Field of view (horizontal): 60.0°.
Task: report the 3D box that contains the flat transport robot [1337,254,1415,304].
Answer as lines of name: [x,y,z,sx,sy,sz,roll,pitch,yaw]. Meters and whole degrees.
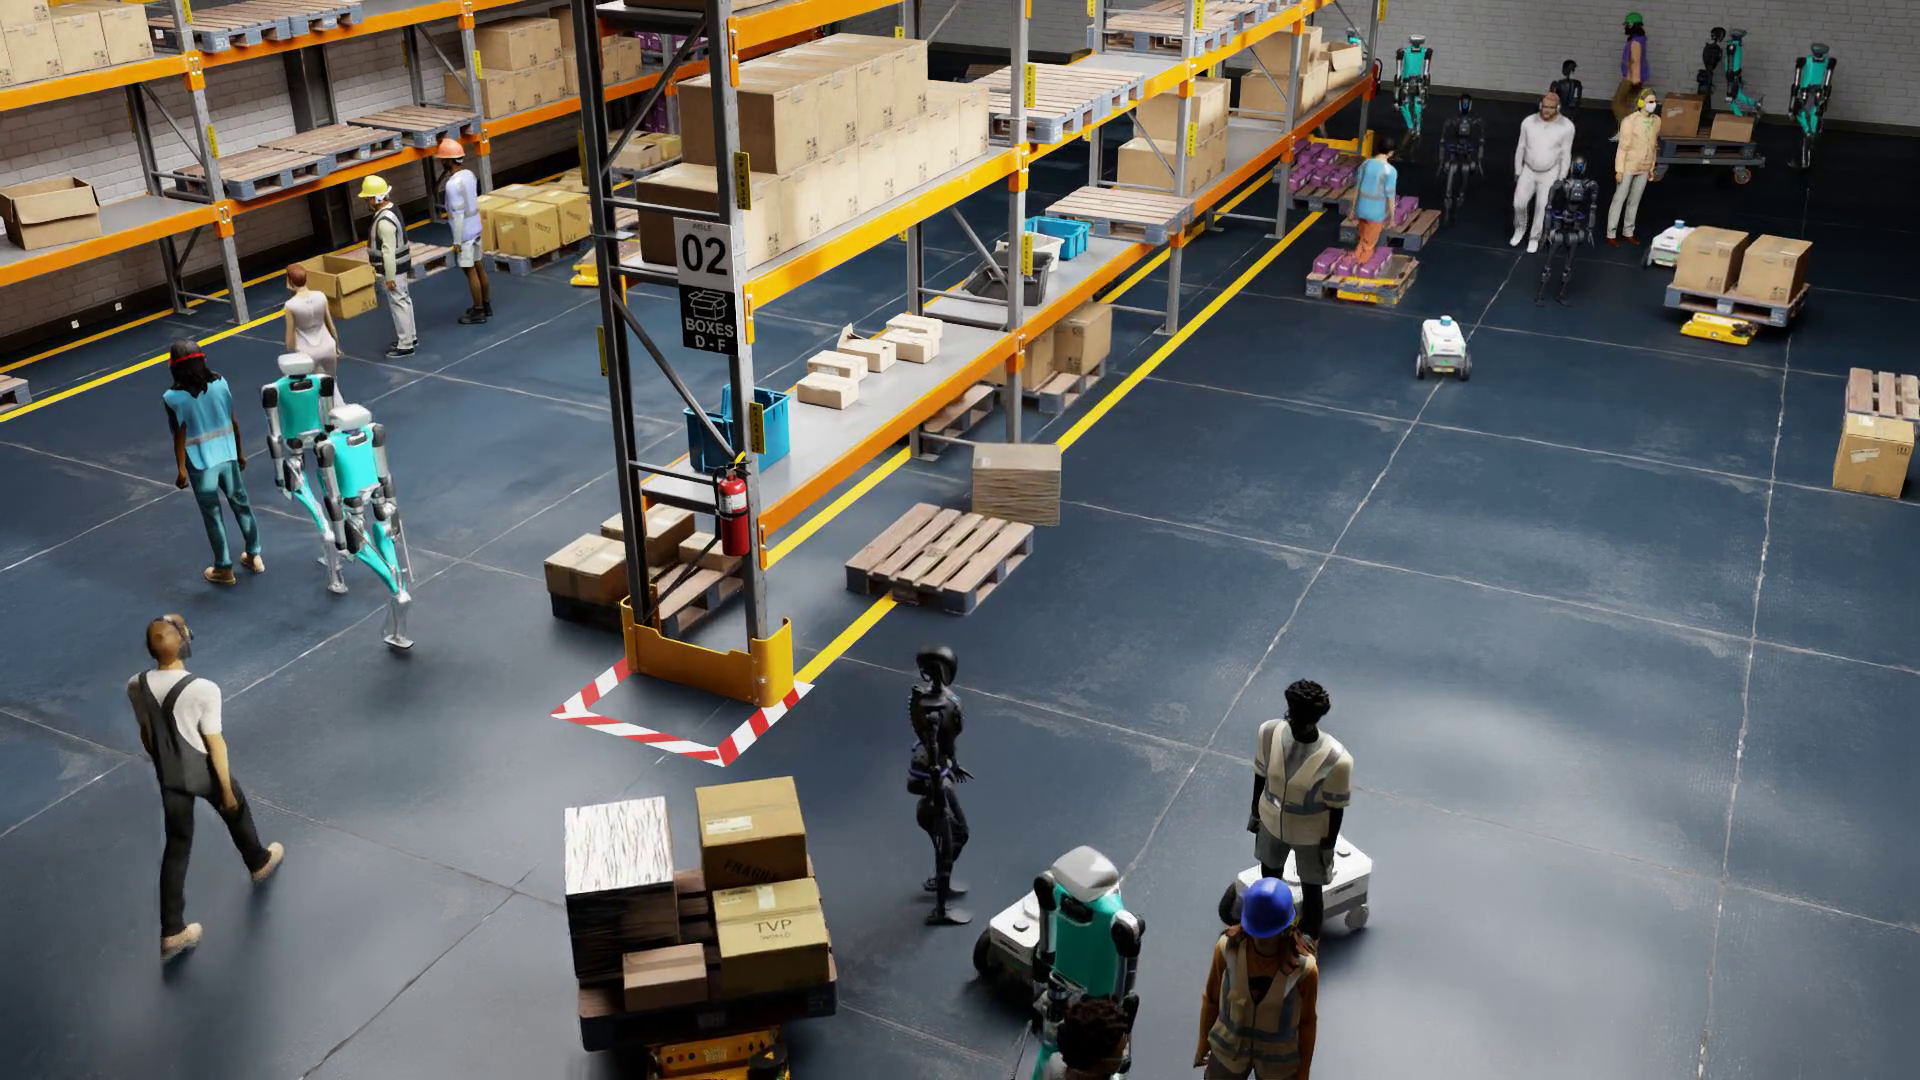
flat transport robot: [4.721,-2.982,18.801,0.659,0.231,1.431,10,28,19]

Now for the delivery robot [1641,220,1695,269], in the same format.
delivery robot: [8.304,-3.400,19.341,0.499,0.610,0.788,21,33,36]

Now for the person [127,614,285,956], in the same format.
person: [-3.988,1.218,8.603,0.523,1.794,0.997,3,26,6]

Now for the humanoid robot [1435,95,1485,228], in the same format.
humanoid robot: [6.252,-4.715,20.733,0.588,1.635,0.633,4,27,7]

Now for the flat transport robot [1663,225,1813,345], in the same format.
flat transport robot: [8.175,-2.390,17.605,0.659,0.231,1.431,18,31,32]

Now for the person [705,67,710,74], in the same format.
person: [-3.162,-5.259,21.688,1.003,1.783,0.583,-2,26,-5]

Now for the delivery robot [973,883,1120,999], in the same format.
delivery robot: [0.472,1.968,8.466,0.733,0.582,0.520,-24,35,-39]

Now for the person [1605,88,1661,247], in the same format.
person: [8.112,-4.488,20.036,0.553,1.877,0.412,-9,28,-17]

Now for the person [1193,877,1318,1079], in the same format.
person: [1.202,2.115,6.803,0.478,1.777,0.305,9,28,18]

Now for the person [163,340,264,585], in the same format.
person: [-5.451,-0.557,12.105,0.396,1.865,0.524,19,32,34]

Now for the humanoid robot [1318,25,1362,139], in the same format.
humanoid robot: [5.534,-6.715,24.682,0.740,1.787,0.531,6,27,12]

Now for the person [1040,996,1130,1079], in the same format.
person: [0.355,2.439,6.069,0.918,1.857,0.532,-3,26,-6]

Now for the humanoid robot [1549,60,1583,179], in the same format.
humanoid robot: [8.238,-5.699,22.717,0.615,1.639,0.460,-9,28,-18]

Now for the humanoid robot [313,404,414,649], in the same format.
humanoid robot: [-3.857,-0.012,11.170,0.797,1.808,0.546,15,30,28]

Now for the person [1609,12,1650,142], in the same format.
person: [10.046,-6.916,24.921,0.540,1.893,0.569,12,29,23]

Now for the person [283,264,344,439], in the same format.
person: [-5.626,-1.608,14.471,0.371,1.633,0.476,22,34,38]

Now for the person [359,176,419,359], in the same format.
person: [-5.651,-2.714,16.512,0.403,1.824,0.591,-5,27,-11]

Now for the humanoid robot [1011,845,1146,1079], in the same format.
humanoid robot: [0.375,2.157,6.850,0.648,1.866,0.541,-24,35,-39]

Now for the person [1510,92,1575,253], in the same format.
person: [6.884,-4.348,19.739,0.650,1.885,0.441,13,29,25]

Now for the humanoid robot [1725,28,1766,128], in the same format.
humanoid robot: [11.530,-6.600,24.453,0.971,1.737,0.567,16,31,29]

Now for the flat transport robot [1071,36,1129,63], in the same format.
flat transport robot: [2.595,-7.861,28.656,1.431,0.231,0.659,21,33,36]

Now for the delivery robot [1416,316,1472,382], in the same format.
delivery robot: [4.719,-1.875,16.259,0.499,0.609,0.805,4,27,7]

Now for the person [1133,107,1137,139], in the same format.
person: [2.732,-6.492,24.134,0.365,1.832,0.504,-14,29,-25]

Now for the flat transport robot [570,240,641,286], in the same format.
flat transport robot: [-3.987,-3.237,19.316,0.659,0.231,1.431,3,26,6]

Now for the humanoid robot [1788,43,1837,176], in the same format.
humanoid robot: [11.928,-5.957,23.200,0.530,1.773,0.995,3,26,5]

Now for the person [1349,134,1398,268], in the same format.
person: [4.582,-3.612,18.402,0.422,1.748,0.524,-18,32,-33]

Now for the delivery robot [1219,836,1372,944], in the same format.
delivery robot: [1.769,1.863,8.714,0.790,0.614,0.499,-14,30,-27]

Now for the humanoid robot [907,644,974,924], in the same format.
humanoid robot: [-0.099,1.266,8.620,0.333,1.653,0.590,2,26,3]

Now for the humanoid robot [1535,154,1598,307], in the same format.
humanoid robot: [6.542,-3.330,17.906,0.599,1.653,0.315,0,26,0]

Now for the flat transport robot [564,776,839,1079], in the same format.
flat transport robot: [-1.261,2.230,8.273,0.659,0.231,1.431,-6,27,-11]

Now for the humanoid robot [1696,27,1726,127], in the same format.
humanoid robot: [11.294,-6.896,25.111,0.341,1.647,0.609,9,28,18]

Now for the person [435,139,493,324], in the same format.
person: [-5.198,-3.217,17.398,0.376,1.937,0.545,3,26,5]

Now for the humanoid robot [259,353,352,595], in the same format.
humanoid robot: [-4.591,-0.430,12.020,0.558,1.783,0.884,-23,35,-39]

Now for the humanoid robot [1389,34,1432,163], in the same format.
humanoid robot: [6.489,-6.260,23.763,0.558,1.779,0.747,-4,27,-8]

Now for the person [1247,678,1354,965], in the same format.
person: [1.670,1.427,8.288,0.532,1.693,0.320,21,33,36]
